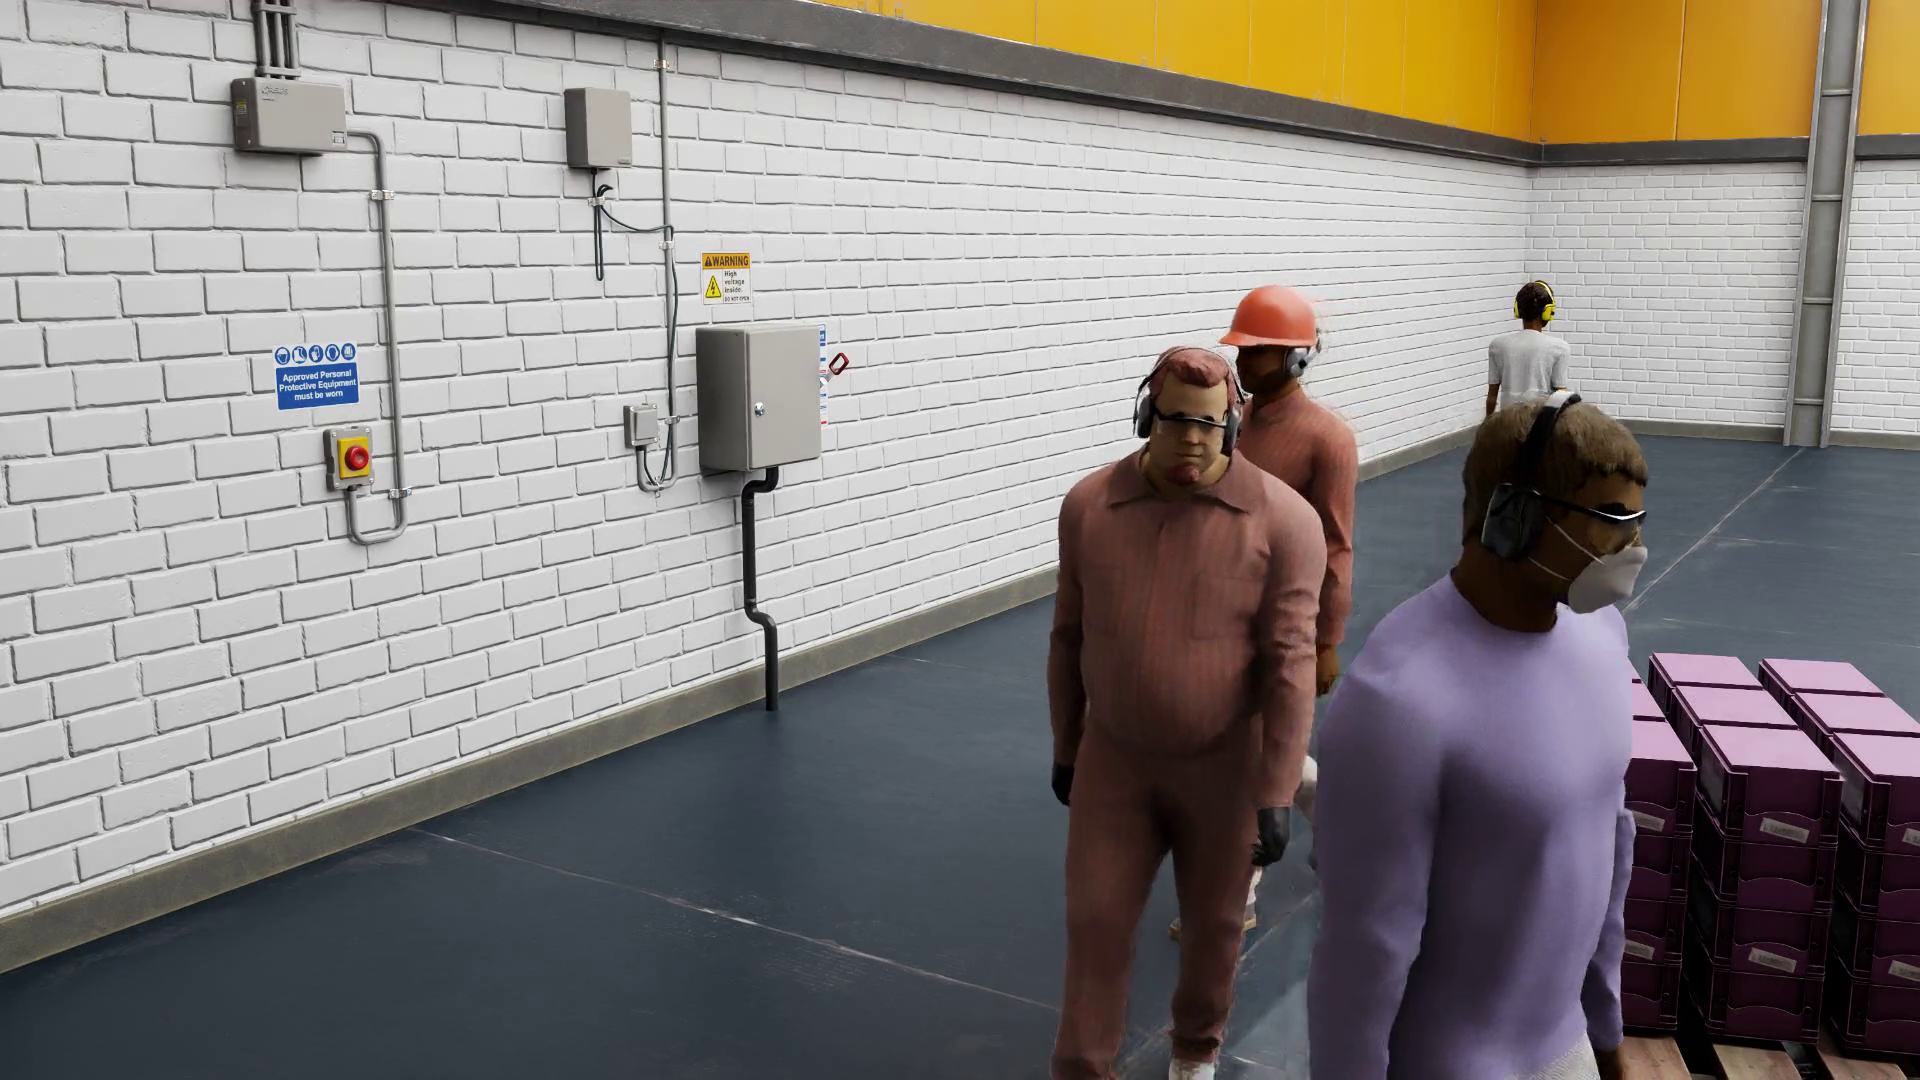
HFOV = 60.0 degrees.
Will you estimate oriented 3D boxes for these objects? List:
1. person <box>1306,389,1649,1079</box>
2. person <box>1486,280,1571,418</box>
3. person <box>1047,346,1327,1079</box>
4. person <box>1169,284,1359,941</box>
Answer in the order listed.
[{"bbox_3d":[0.681,0.724,2.424,0.633,1.915,0.700,-10,14,-44],"label":"person"},{"bbox_3d":[3.305,-0.561,9.675,0.513,1.864,0.328,9,13,39],"label":"person"},{"bbox_3d":[0.453,0.511,3.708,0.652,1.863,0.877,4,11,21],"label":"person"},{"bbox_3d":[0.976,0.208,5.100,0.784,1.974,0.632,-6,12,-28],"label":"person"}]
